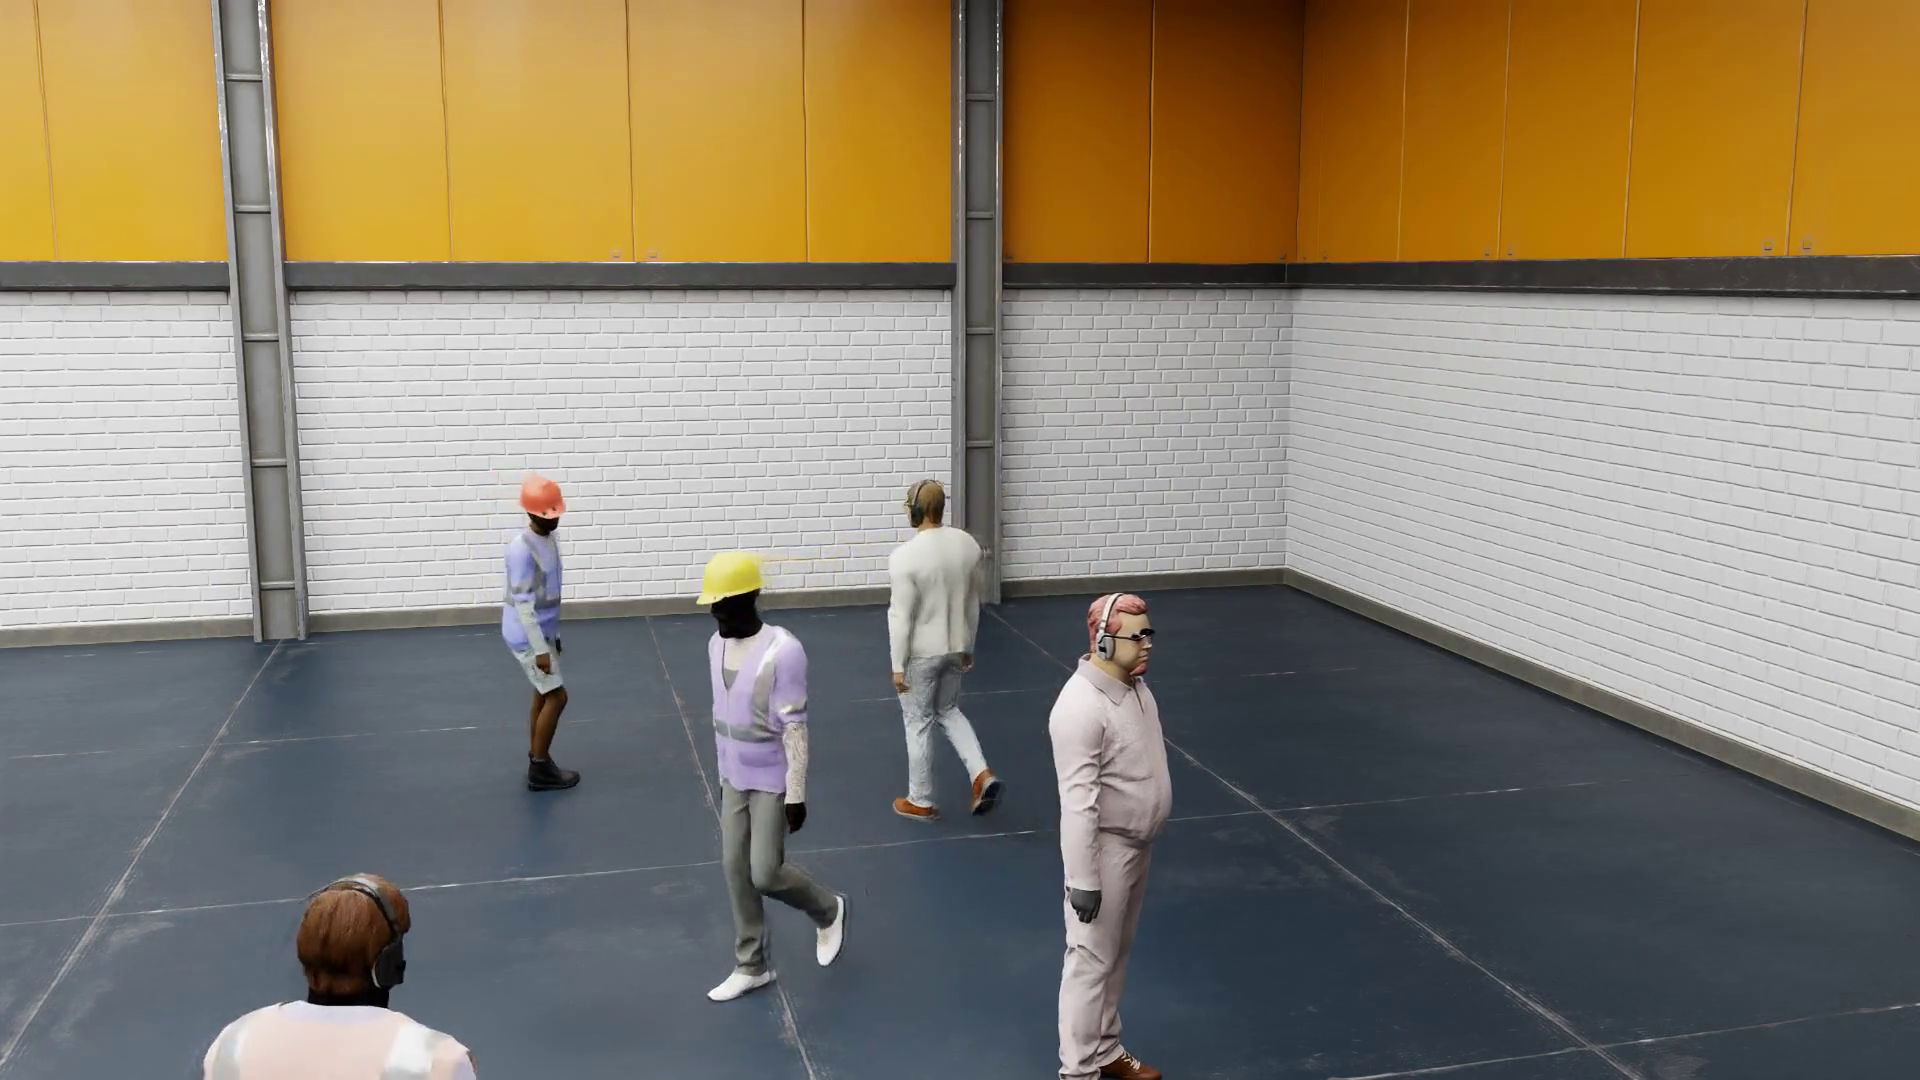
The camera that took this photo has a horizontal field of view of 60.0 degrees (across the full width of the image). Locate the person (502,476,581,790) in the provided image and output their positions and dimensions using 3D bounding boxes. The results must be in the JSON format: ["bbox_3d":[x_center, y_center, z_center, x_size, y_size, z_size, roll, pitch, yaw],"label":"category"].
[{"bbox_3d":[-2.429,0.555,9.673,0.436,1.896,0.553,1,9,5],"label":"person"}]

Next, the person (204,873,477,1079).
[{"bbox_3d":[-1.277,1.592,3.467,0.632,1.805,0.927,2,9,13],"label":"person"}]

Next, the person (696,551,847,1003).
[{"bbox_3d":[-0.812,0.973,7.000,0.606,1.900,0.575,9,12,43],"label":"person"}]

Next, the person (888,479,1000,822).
[{"bbox_3d":[-0.107,0.626,9.088,0.641,1.926,0.614,-8,12,-42],"label":"person"}]

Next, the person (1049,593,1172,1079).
[{"bbox_3d":[0.561,1.129,6.012,0.405,1.906,0.652,4,10,22],"label":"person"}]
